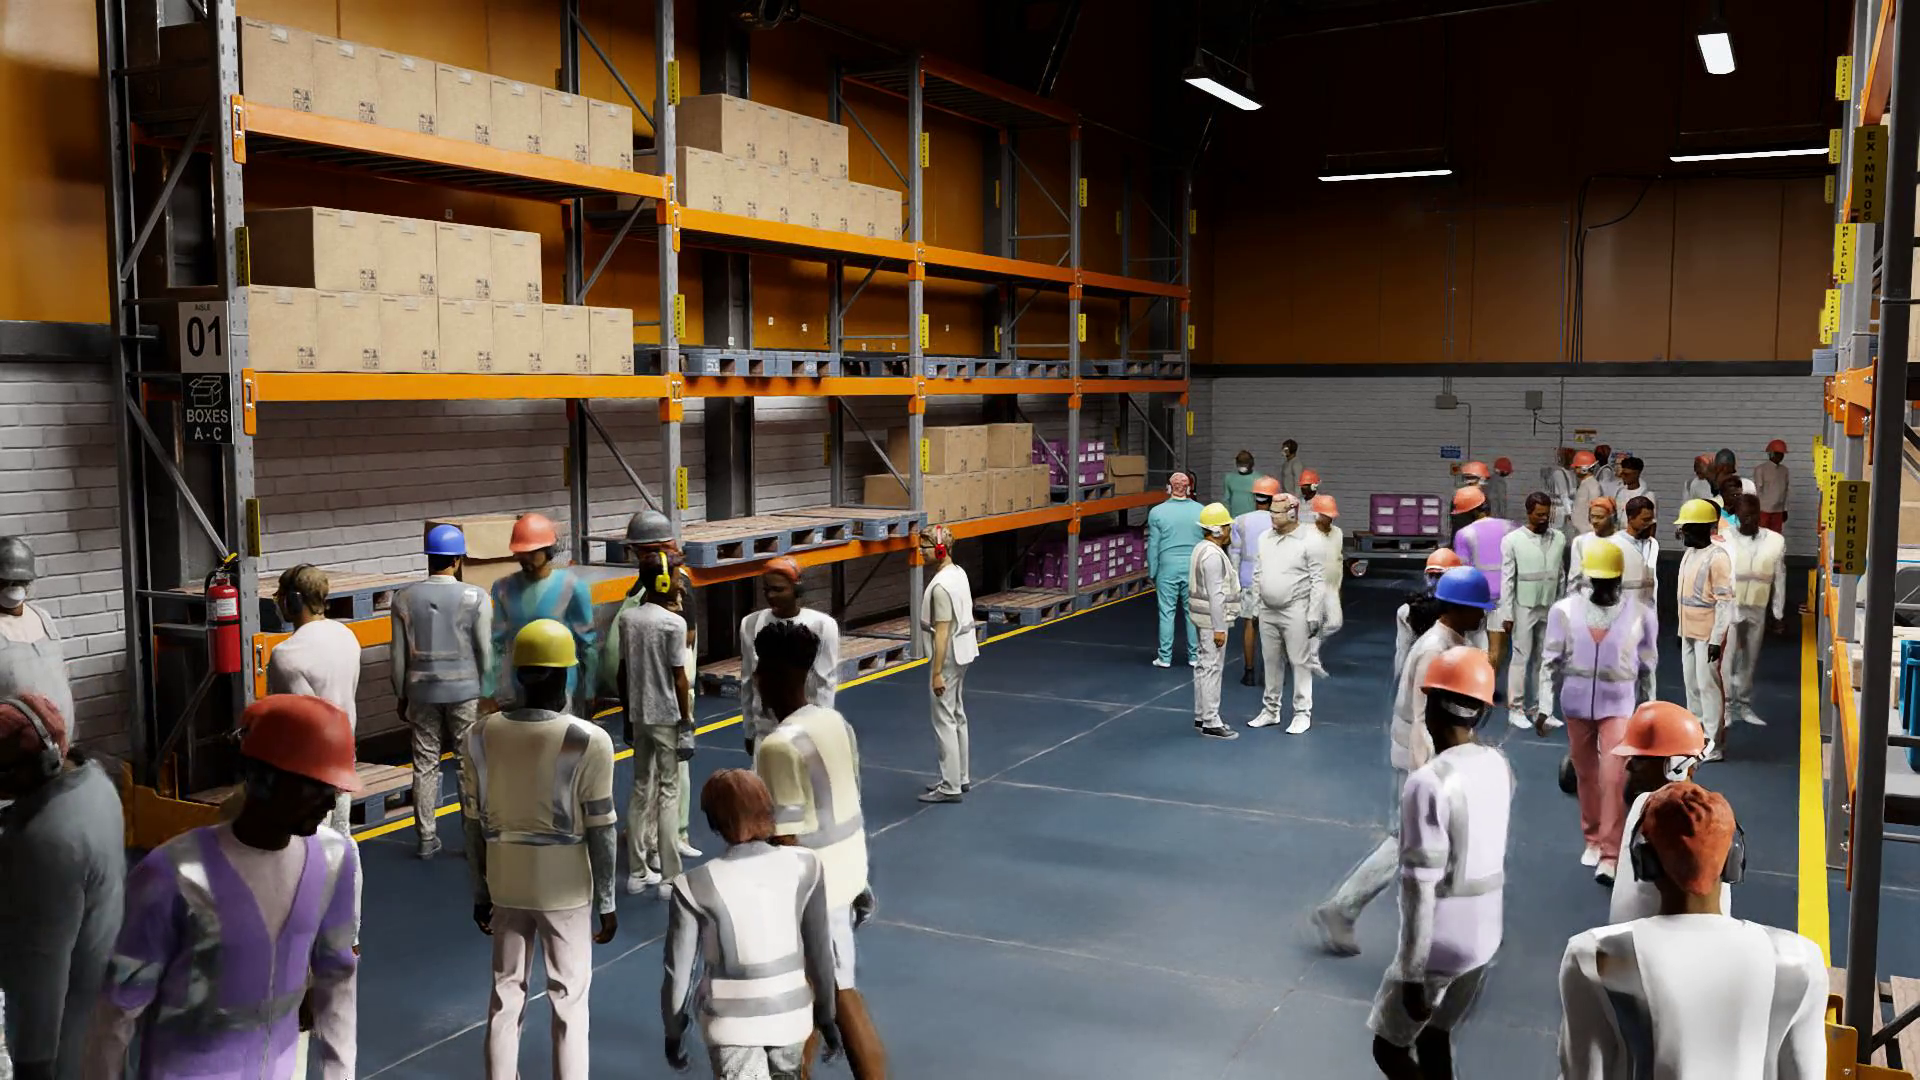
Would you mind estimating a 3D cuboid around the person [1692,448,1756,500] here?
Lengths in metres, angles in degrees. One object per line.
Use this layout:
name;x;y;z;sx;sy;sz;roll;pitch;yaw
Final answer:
person;9.036;-0.093;19.673;0.699;2.000;0.582;4;7;37

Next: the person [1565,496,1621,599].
person;5.121;0.581;13.289;0.438;1.874;0.625;-5;7;-41

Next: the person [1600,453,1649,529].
person;8.240;-0.128;20.774;0.643;1.909;0.409;5;7;43

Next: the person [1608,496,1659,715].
person;5.178;0.609;12.864;0.598;1.908;0.410;-4;6;-34

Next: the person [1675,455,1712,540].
person;9.384;-0.142;21.181;0.875;1.852;0.597;-3;6;-32

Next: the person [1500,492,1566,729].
person;4.604;0.559;13.387;0.604;1.906;0.409;-2;6;-21

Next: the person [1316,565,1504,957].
person;2.194;1.059;8.041;0.815;1.916;0.649;2;6;16

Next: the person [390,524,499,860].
person;-2.986;0.882;9.677;0.615;1.945;0.405;0;5;0

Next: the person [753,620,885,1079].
person;-0.511;1.255;5.946;0.713;1.915;0.656;1;5;14

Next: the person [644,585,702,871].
person;-1.678;1.050;9.509;0.306;1.639;0.522;2;6;20

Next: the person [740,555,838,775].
person;-0.915;1.011;8.741;0.567;1.867;0.456;1;5;11

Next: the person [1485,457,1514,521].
person;7.882;-0.373;24.510;0.347;1.705;0.706;0;5;-4

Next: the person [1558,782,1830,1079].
person;1.605;1.468;3.704;0.574;1.887;0.355;0;5;5

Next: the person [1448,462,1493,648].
person;5.315;0.167;17.327;0.575;1.957;0.616;-2;6;-25

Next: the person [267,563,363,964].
person;-2.990;1.071;7.687;0.358;1.938;0.636;1;5;6

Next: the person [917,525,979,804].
person;-0.077;0.818;10.986;0.381;1.836;0.569;1;5;11

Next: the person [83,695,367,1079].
person;-1.780;1.377;4.142;0.611;1.988;0.655;3;6;28

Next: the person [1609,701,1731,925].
person;2.231;1.382;5.326;0.331;1.750;0.572;0;5;-1

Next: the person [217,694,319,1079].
person;-2.217;1.372;5.431;0.336;1.753;0.564;-4;7;-38

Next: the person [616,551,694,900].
person;-1.629;0.991;8.970;0.513;1.863;0.329;4;7;36

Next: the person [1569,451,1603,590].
person;7.328;-0.051;19.499;0.392;1.989;0.610;1;5;7

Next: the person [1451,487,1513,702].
person;4.512;0.486;14.352;0.653;1.887;0.395;-1;5;-6

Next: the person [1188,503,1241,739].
person;1.995;0.627;13.017;0.404;1.837;0.594;0;5;-2

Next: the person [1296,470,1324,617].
person;4.127;0.049;19.682;0.343;1.749;0.573;-3;6;-28

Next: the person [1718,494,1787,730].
person;6.304;0.577;13.334;0.600;1.891;0.631;0;5;4

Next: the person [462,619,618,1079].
person;-1.497;1.242;5.992;0.585;1.918;0.410;1;5;13

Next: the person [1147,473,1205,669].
person;2.118;0.299;16.175;0.641;1.908;0.406;-1;5;-8

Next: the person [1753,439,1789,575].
person;11.604;-0.444;23.774;0.611;1.985;0.412;-2;6;-21

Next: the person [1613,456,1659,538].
person;7.511;0.045;18.590;0.373;1.966;0.607;-2;6;-20

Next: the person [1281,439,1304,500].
person;5.044;-0.566;25.310;0.377;1.940;0.629;0;5;-4

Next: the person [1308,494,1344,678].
person;3.393;0.427;15.689;0.584;1.731;0.449;-3;6;-31

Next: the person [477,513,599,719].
person;-2.446;0.851;9.613;0.625;2.016;0.647;2;6;16

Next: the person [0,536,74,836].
person;-4.576;0.986;8.070;0.536;2.000;0.676;1;5;13

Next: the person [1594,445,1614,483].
person;9.431;-0.460;24.461;0.355;1.884;0.576;1;6;15

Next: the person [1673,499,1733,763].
person;5.390;0.663;12.152;0.383;1.924;0.594;0;5;-1

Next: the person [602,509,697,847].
person;-1.821;0.829;9.755;0.538;2.000;0.689;-2;6;-22

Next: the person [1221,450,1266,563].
person;3.708;-0.209;21.585;0.705;1.916;0.500;3;6;32

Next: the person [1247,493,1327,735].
person;2.567;0.578;13.181;0.402;1.904;0.652;-5;7;-42

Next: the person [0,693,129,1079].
person;-2.681;1.359;4.965;0.396;1.877;0.758;-2;6;-17

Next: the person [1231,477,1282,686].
person;2.790;0.393;15.170;0.645;1.919;0.404;3;6;26

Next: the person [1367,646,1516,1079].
person;1.557;1.294;5.433;0.570;1.909;0.506;-5;7;-41

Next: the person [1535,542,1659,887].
person;3.529;0.954;9.240;0.600;1.879;0.937;3;6;30

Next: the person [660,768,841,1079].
person;-0.657;1.481;5.099;0.526;1.583;0.888;-3;6;-31

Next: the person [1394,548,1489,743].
person;2.977;0.924;10.293;0.562;1.746;0.339;1;6;16

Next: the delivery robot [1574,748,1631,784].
delivery robot;4.409;1.385;11.182;0.477;0.478;0.707;5;7;43
